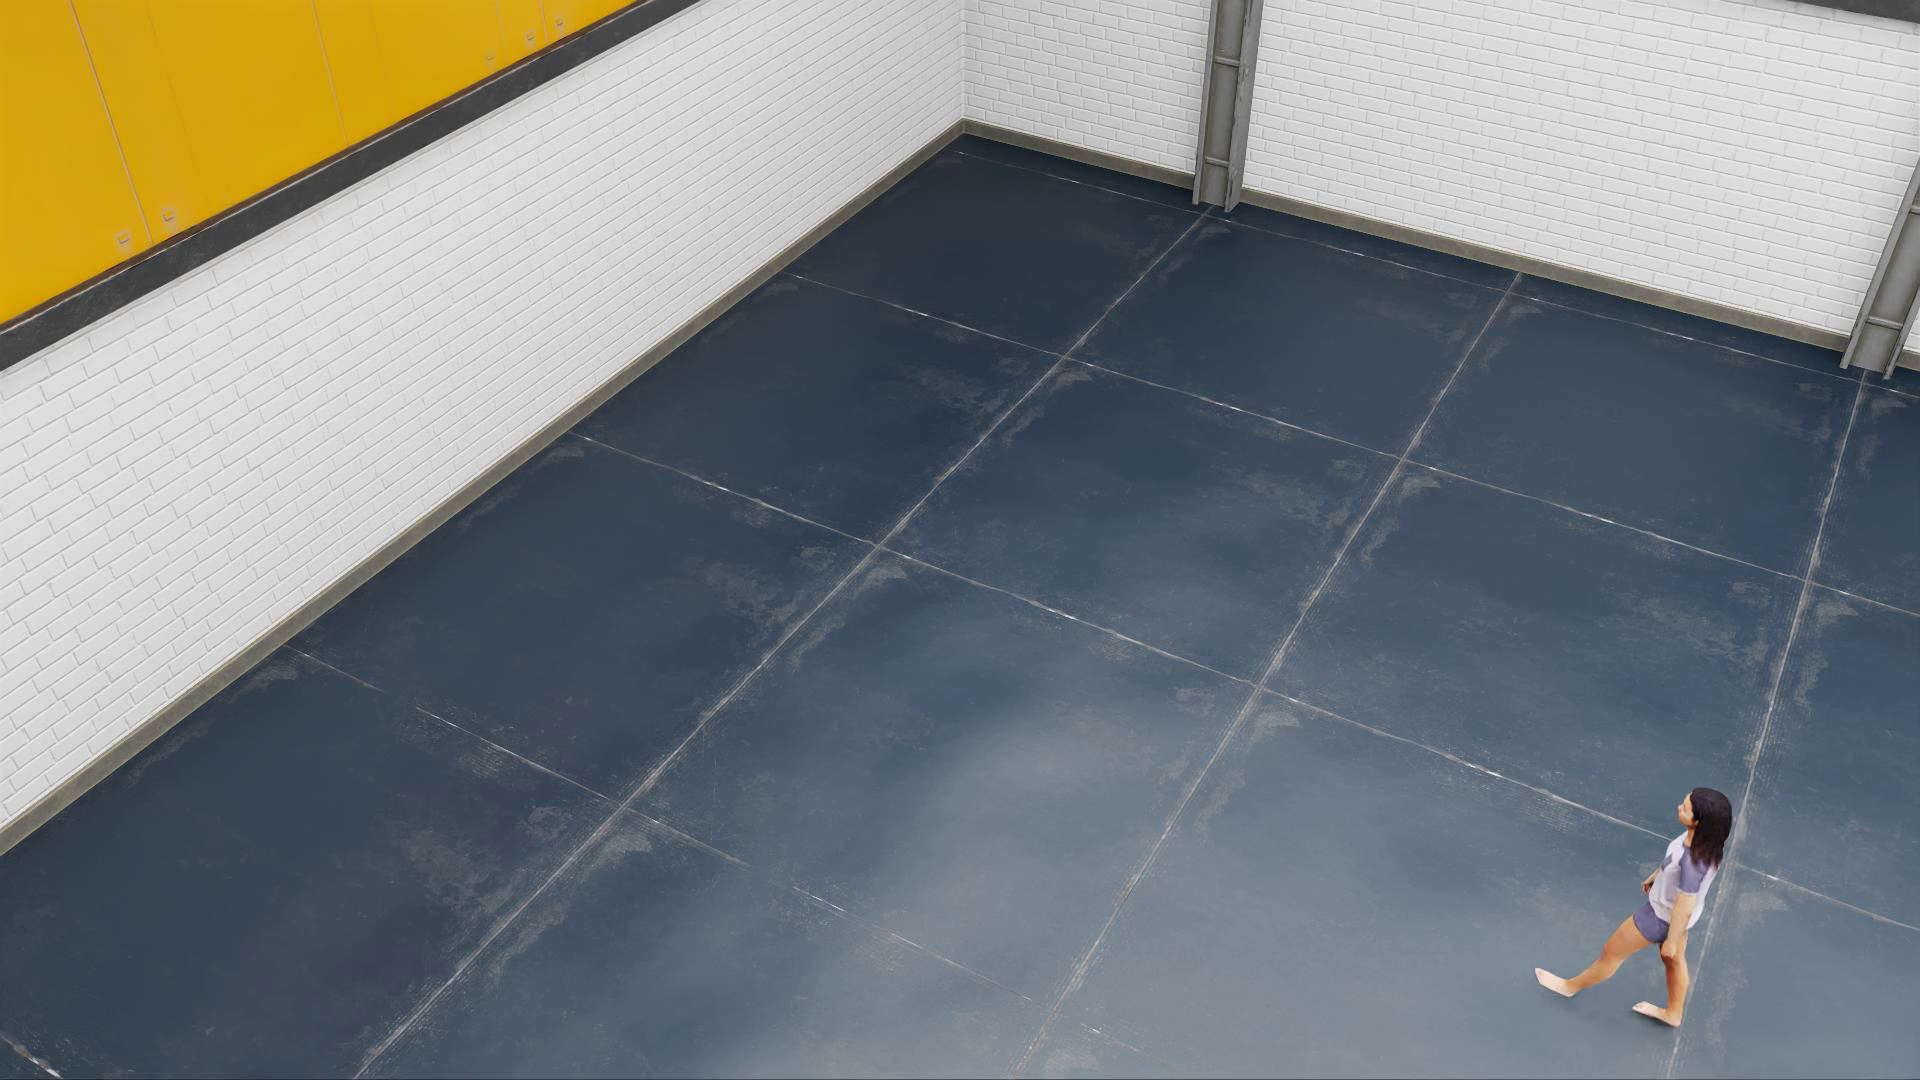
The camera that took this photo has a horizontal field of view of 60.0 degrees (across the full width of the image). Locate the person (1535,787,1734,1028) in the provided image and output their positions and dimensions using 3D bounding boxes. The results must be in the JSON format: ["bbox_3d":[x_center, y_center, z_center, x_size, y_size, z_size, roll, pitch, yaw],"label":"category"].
[{"bbox_3d":[3.726,1.944,8.530,0.981,1.704,0.605,20,43,23],"label":"person"}]
